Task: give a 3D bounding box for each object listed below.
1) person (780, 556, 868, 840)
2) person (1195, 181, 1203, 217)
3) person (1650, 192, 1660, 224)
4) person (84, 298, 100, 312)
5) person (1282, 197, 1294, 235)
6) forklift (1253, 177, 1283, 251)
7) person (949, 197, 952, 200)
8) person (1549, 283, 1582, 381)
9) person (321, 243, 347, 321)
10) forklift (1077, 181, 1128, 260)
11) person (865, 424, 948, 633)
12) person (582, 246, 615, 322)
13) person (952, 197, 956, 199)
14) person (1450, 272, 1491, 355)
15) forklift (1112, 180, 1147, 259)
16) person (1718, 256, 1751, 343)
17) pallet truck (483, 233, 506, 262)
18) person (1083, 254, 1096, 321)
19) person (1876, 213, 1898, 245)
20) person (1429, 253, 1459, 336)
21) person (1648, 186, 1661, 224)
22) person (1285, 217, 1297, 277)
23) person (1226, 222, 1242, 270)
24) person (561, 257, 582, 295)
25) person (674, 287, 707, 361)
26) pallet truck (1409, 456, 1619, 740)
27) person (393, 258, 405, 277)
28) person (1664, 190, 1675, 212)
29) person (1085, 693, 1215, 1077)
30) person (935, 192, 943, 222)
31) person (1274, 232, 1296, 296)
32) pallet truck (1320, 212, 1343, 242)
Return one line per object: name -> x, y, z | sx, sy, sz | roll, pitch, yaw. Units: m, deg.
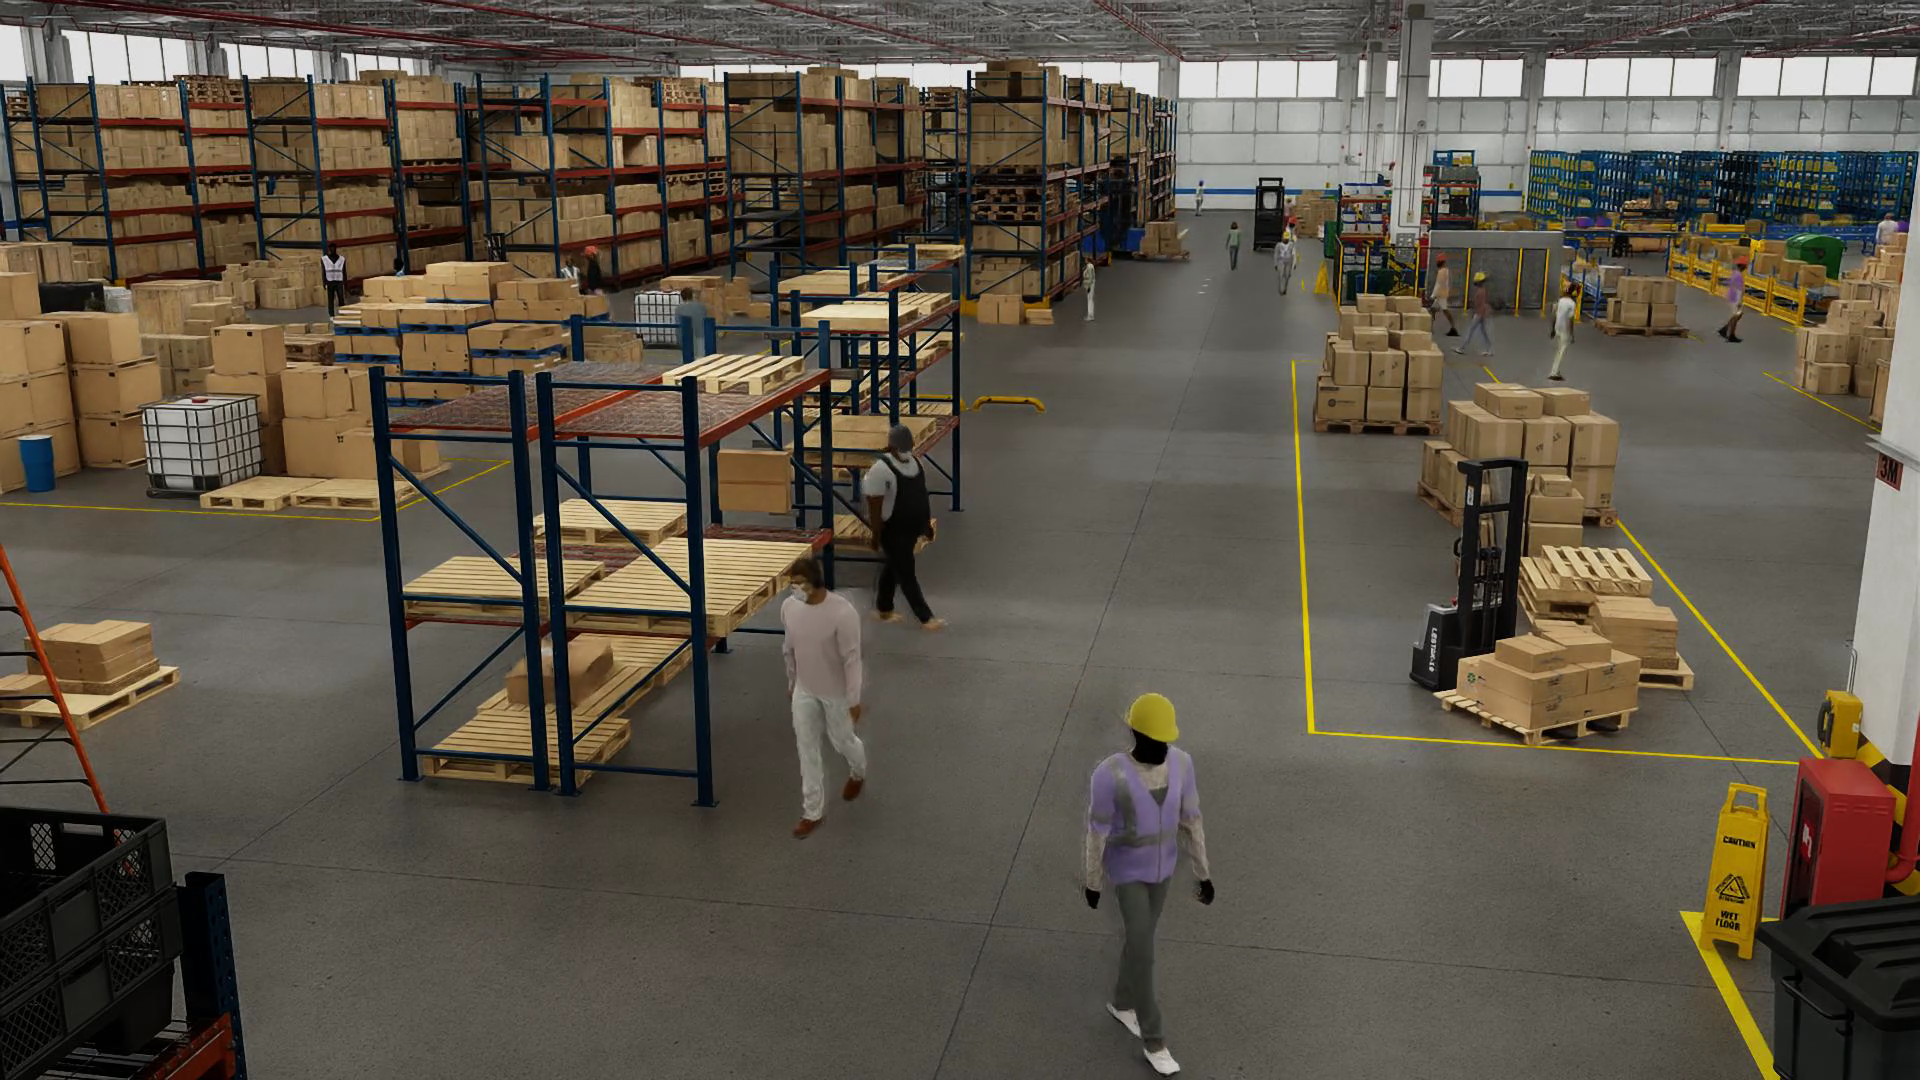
person -> -0.881, 0.992, 11.245 | 0.648, 1.892, 0.926 | 7, 16, 27
person -> 13.107, -18.662, 90.920 | 0.416, 1.939, 0.610 | -7, 15, -26
person -> 33.772, -16.171, 81.080 | 0.873, 1.792, 0.626 | 4, 14, 17
person -> -14.225, -3.081, 27.722 | 0.844, 1.913, 0.637 | -2, 14, -8
person -> 14.638, -14.454, 74.291 | 0.545, 1.709, 0.870 | 12, 18, 39
forklift -> 12.083, -12.747, 64.956 | 1.129, 2.768, 1.873 | 3, 14, 10
person -> -0.285, -18.674, 91.289 | 0.636, 1.788, 0.973 | -5, 15, -19
person -> 11.313, -3.893, 31.155 | 0.527, 1.833, 0.544 | -2, 14, -10
person -> -15.442, -6.375, 41.092 | 0.587, 1.911, 0.397 | -8, 16, -28
forklift -> 5.234, -11.639, 60.458 | 1.873, 2.768, 1.129 | 3, 14, 11
person -> -0.458, -0.143, 15.512 | 0.990, 2.000, 0.709 | 9, 17, 33
person -> -8.730, -6.007, 39.556 | 1.083, 1.930, 0.627 | -6, 15, -24
person -> -0.288, -17.961, 88.524 | 0.529, 1.709, 0.582 | -6, 15, -24
person -> 10.727, -4.708, 34.682 | 0.876, 1.717, 0.549 | 4, 14, 17
forklift -> 6.082, -11.722, 60.796 | 1.873, 2.768, 1.129 | 2, 14, 9
person -> 17.188, -5.326, 36.800 | 0.430, 1.920, 0.571 | 3, 14, 12
pallet truck -> -11.832, -7.026, 43.548 | 1.885, 1.965, 0.823 | 8, 16, 28
person -> 3.195, -6.236, 41.074 | 0.314, 1.639, 0.517 | 1, 14, 4
person -> 31.588, -10.205, 56.760 | 0.645, 1.853, 1.009 | 4, 14, 16
person -> 10.996, -5.606, 38.035 | 1.012, 1.889, 0.550 | 5, 15, 21
person -> 33.307, -15.952, 79.787 | 0.610, 1.996, 0.378 | -1, 14, -4
person -> 10.582, -9.389, 53.305 | 0.466, 1.914, 0.578 | 8, 16, 29
person -> 9.237, -9.930, 56.185 | 0.512, 1.583, 0.908 | 1, 14, 5
person -> -9.413, -6.033, 40.270 | 0.528, 1.632, 0.313 | -11, 18, -39
person -> -4.745, -3.581, 29.803 | 0.628, 1.900, 0.922 | -12, 18, -41
pallet truck -> 4.504, 0.400, 13.395 | 0.823, 1.965, 1.885 | -6, 15, -23
person -> -13.095, -5.739, 38.940 | 0.316, 1.696, 0.541 | -5, 15, -19
person -> 35.789, -16.881, 83.955 | 0.569, 1.812, 0.854 | 0, 14, 0
person -> 0.995, 1.695, 8.330 | 0.593, 1.899, 0.802 | -9, 16, -31
person -> -1.090, -17.163, 85.092 | 0.415, 1.821, 0.608 | 3, 14, 10
person -> 9.264, -7.852, 47.330 | 0.588, 1.777, 0.938 | 1, 14, 3
pallet truck -> 15.874, -13.227, 70.310 | 0.680, 1.201, 1.601 | 10, 17, 35
